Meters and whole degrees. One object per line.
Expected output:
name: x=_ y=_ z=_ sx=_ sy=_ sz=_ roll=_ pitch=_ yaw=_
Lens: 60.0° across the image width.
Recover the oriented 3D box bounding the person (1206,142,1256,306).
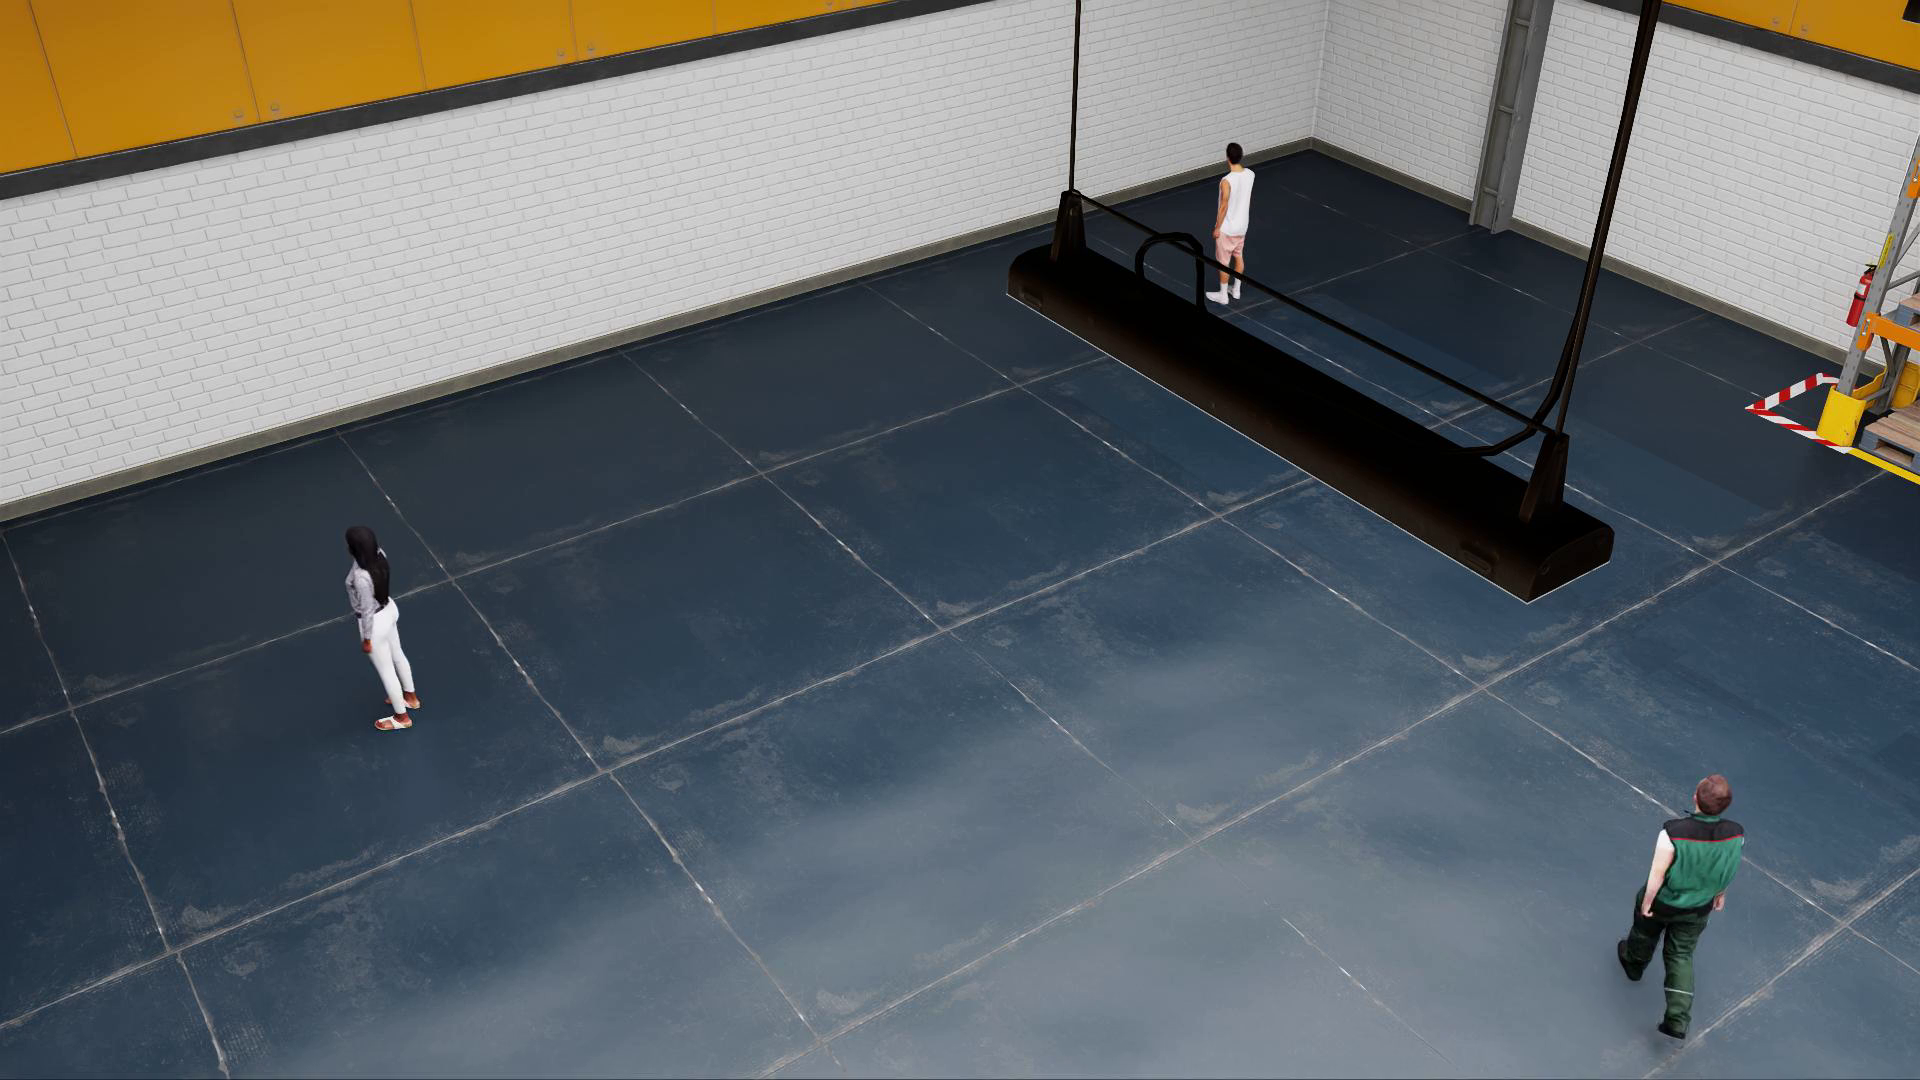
person: x=2.975 y=-3.453 z=18.175 sx=0.638 sy=1.784 sz=0.554 roll=-24 pitch=40 yaw=-31

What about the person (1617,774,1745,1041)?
person: x=4.232 y=2.138 z=9.737 sx=1.090 sy=1.815 sz=1.209 roll=2 pitch=34 yaw=4

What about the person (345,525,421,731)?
person: x=-4.226 y=0.615 z=12.110 sx=0.735 sy=1.725 sz=0.652 roll=2 pitch=34 yaw=2
